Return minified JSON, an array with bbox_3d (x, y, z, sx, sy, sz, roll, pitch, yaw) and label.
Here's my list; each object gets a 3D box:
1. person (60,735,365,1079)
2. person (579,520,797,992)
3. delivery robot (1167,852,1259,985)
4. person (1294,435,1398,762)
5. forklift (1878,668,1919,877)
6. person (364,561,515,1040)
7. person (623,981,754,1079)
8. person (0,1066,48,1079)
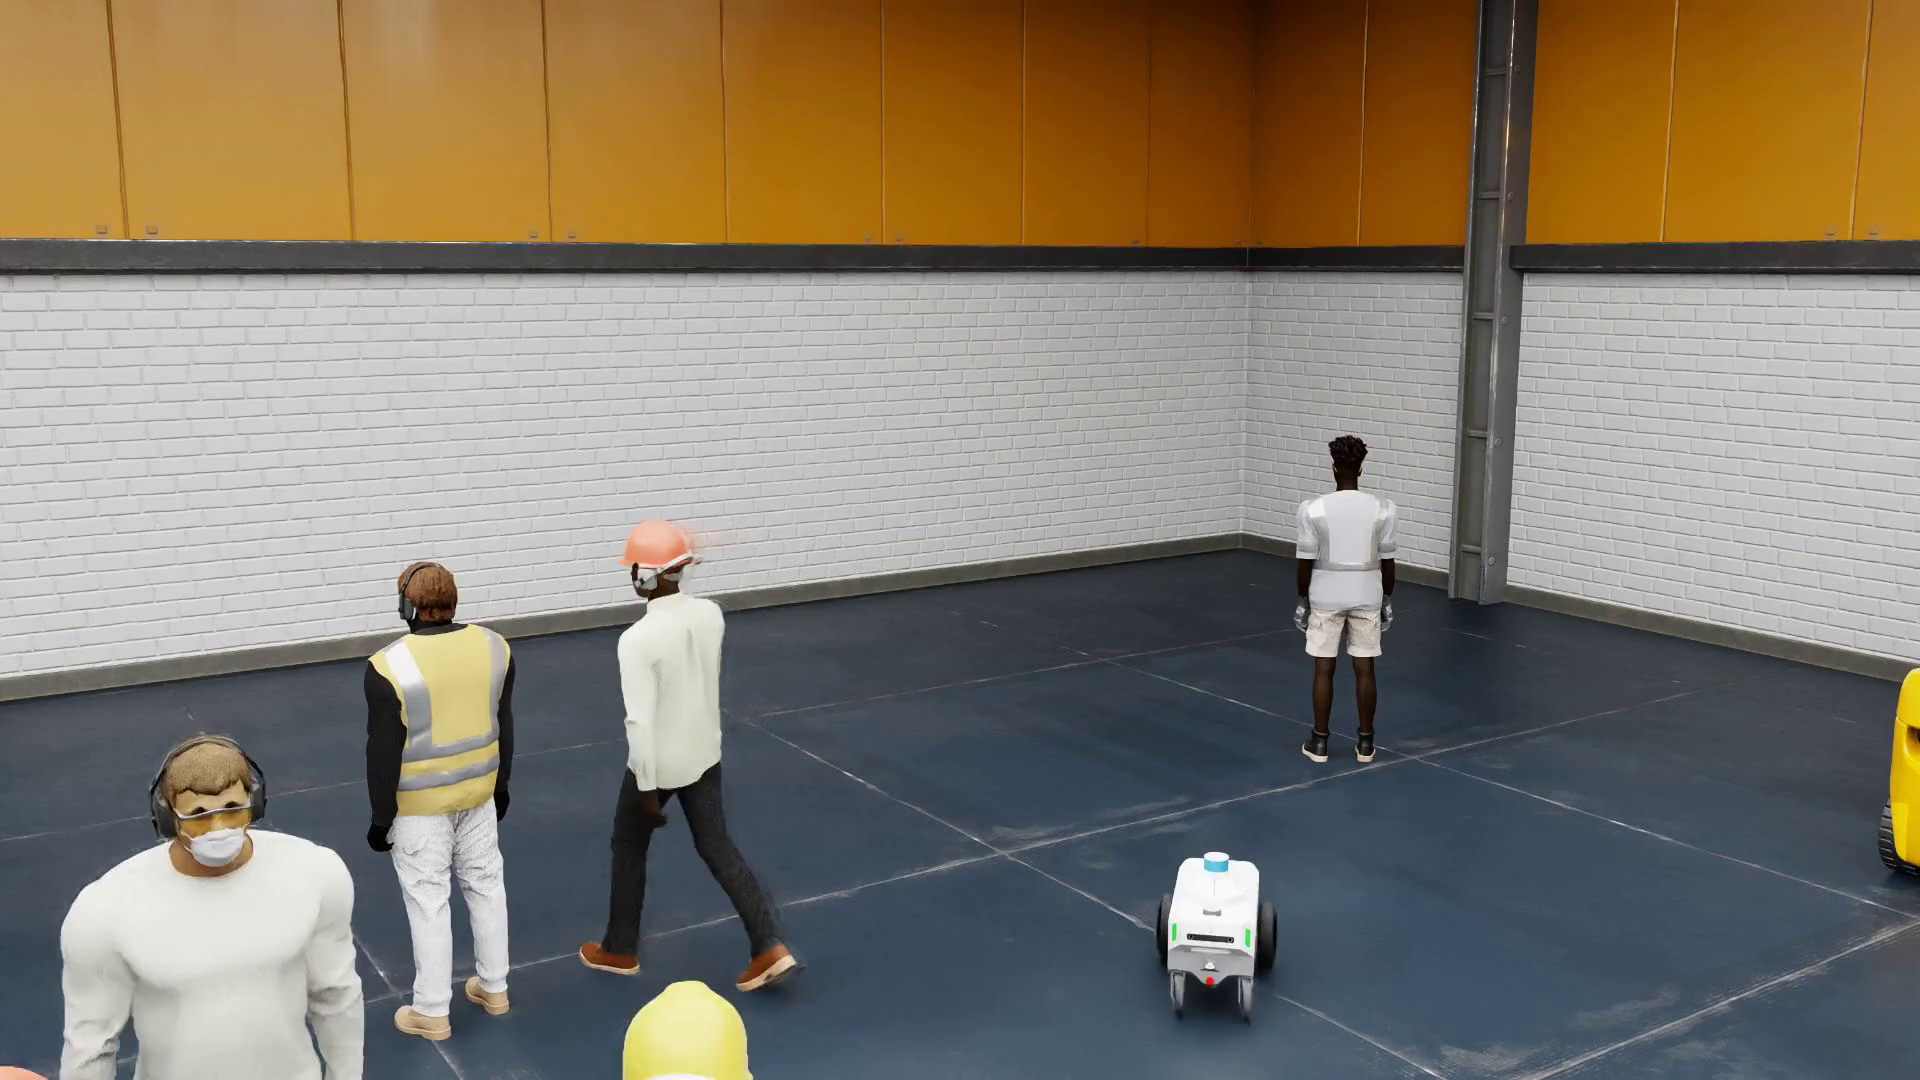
[{"bbox_3d":[-1.785,1.359,4.005,0.665,1.916,0.677,-6,11,-34],"label":"person"},{"bbox_3d":[-1.123,0.881,6.772,0.994,1.956,0.611,6,11,34],"label":"person"},{"bbox_3d":[1.045,1.524,6.811,0.477,0.478,0.707,2,10,11],"label":"delivery robot"},{"bbox_3d":[2.287,0.354,9.898,0.604,1.967,0.367,0,9,2],"label":"person"},{"bbox_3d":[5.511,0.571,7.906,2.313,2.155,1.214,-6,11,-33],"label":"forklift"},{"bbox_3d":[-2.012,0.992,6.428,0.429,1.842,0.632,8,12,39],"label":"person"},{"bbox_3d":[-0.460,1.622,2.820,0.605,1.773,0.842,2,10,14],"label":"person"},{"bbox_3d":[-1.259,1.616,2.330,0.620,1.966,0.927,-5,11,-29],"label":"person"}]
